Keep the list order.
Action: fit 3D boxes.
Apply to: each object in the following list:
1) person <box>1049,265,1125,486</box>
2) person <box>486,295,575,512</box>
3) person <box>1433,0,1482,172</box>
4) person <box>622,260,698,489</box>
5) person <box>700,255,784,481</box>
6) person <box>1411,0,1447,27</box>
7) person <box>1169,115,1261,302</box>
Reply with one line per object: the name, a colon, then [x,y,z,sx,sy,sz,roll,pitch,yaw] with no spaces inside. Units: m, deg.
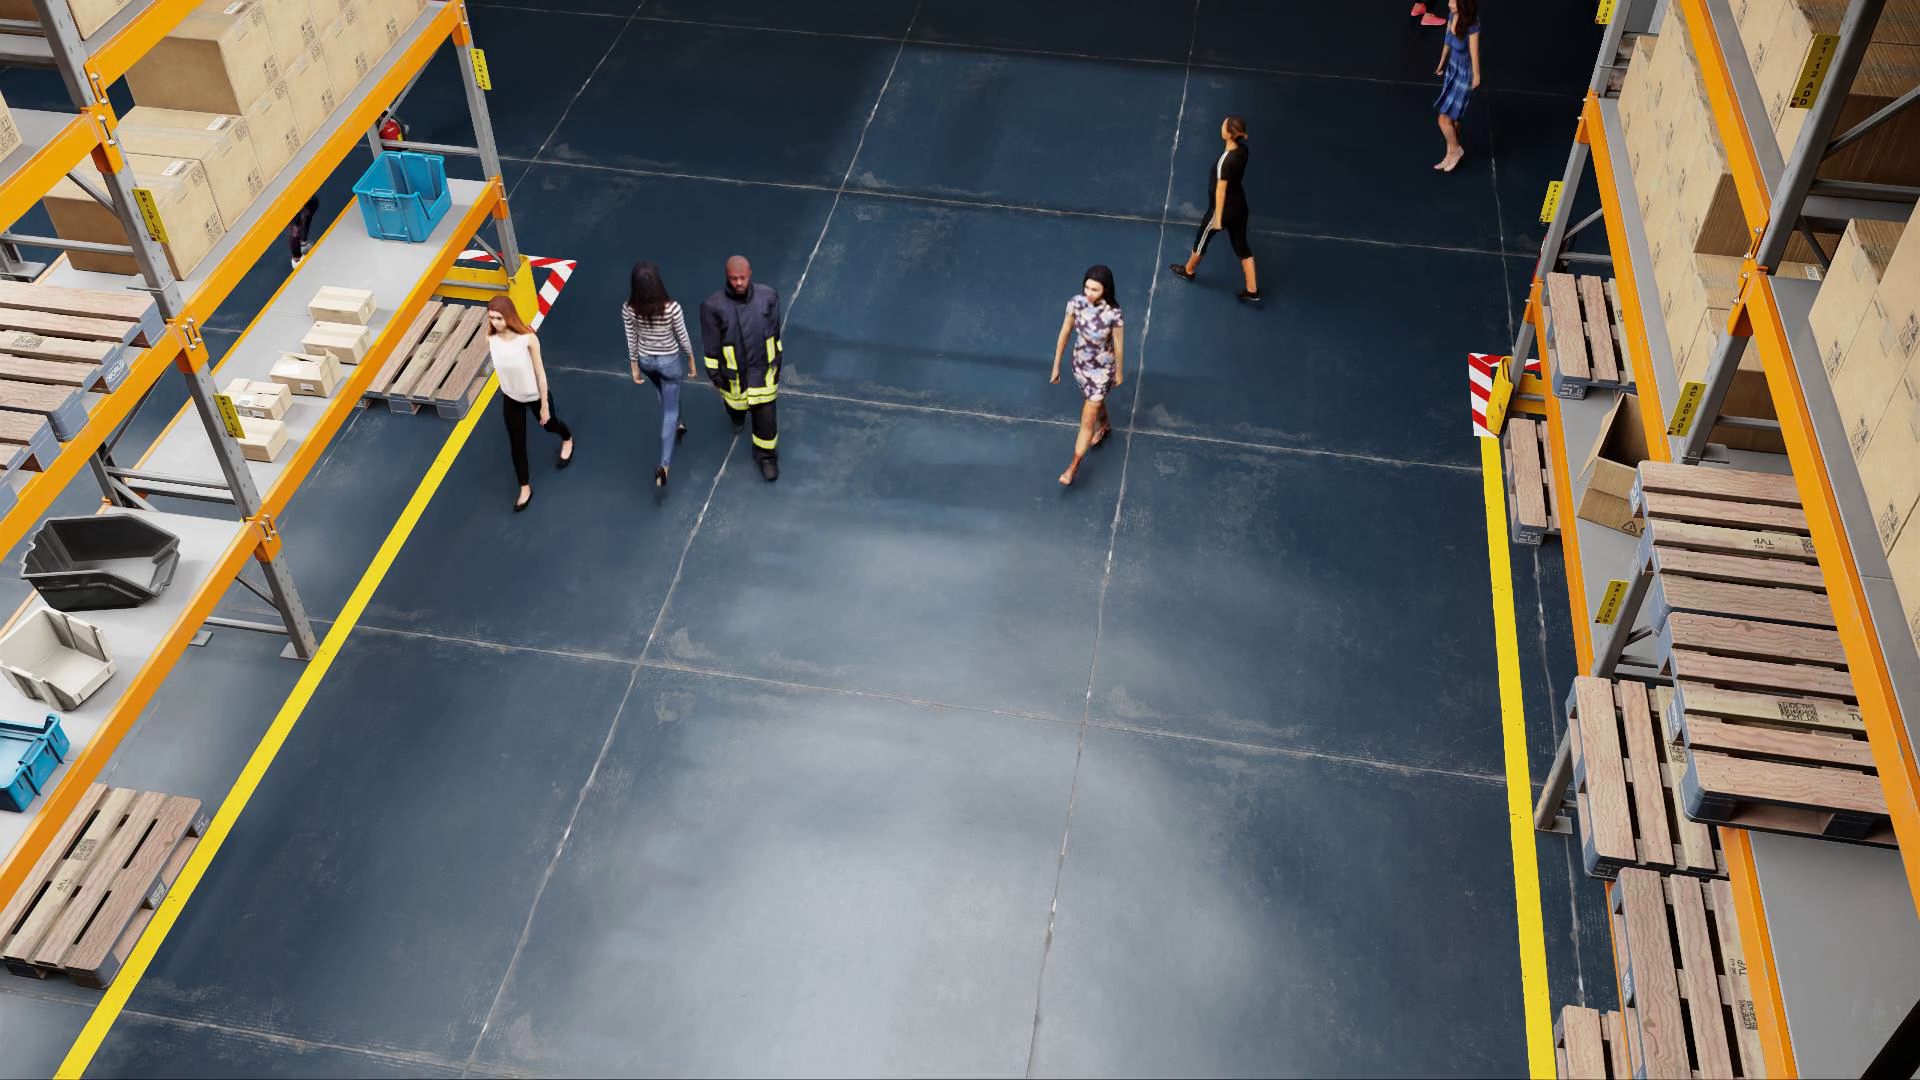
person: [1.004,-1.285,12.157,0.887,1.683,1.193,22,48,21]
person: [-3.072,-1.087,11.944,0.561,1.689,1.026,7,44,7]
person: [4.601,-4.159,15.108,0.854,1.773,0.749,-10,44,-10]
person: [-2.165,-1.171,11.981,0.690,1.759,1.150,3,44,3]
person: [-1.577,-1.344,12.132,1.049,1.803,1.235,-12,45,-12]
person: [5.007,-6.249,17.360,0.720,1.694,0.587,-7,44,-7]
person: [2.266,-2.683,13.667,1.037,1.624,1.132,31,52,28]
